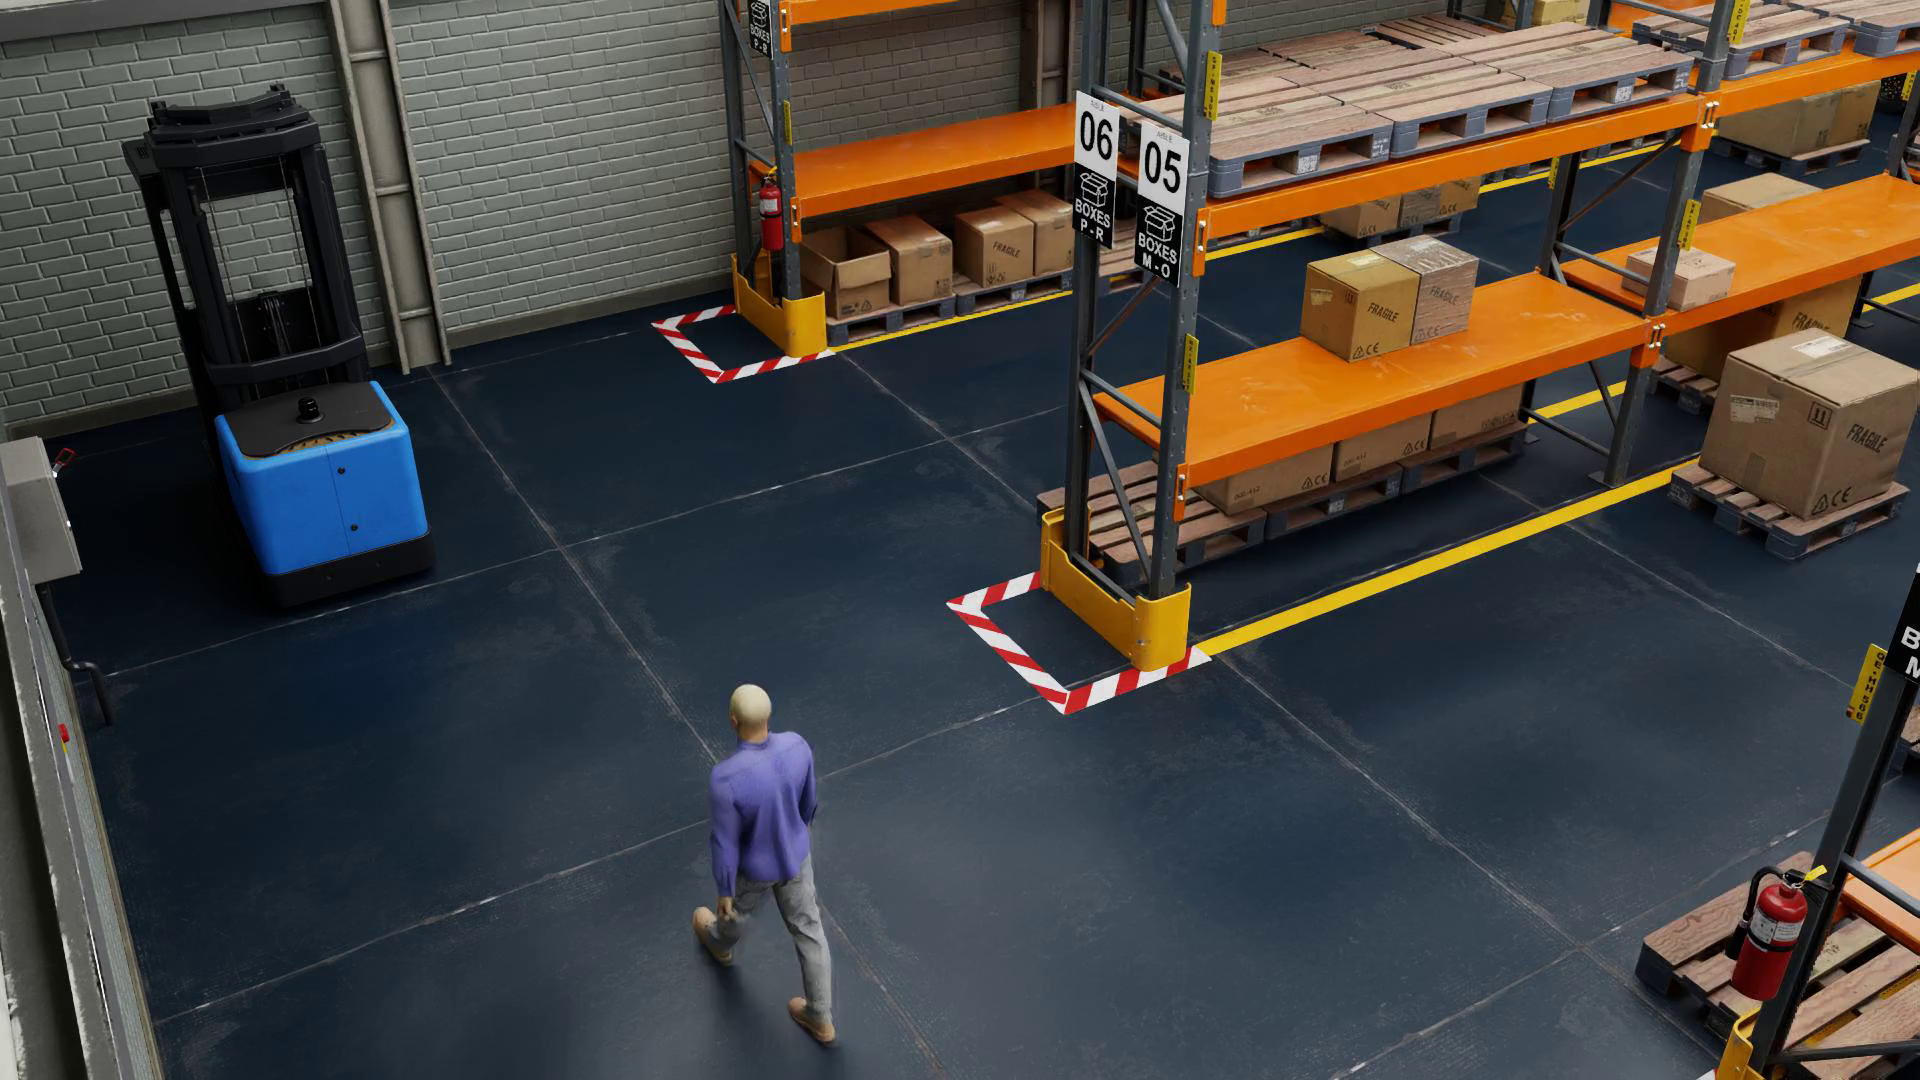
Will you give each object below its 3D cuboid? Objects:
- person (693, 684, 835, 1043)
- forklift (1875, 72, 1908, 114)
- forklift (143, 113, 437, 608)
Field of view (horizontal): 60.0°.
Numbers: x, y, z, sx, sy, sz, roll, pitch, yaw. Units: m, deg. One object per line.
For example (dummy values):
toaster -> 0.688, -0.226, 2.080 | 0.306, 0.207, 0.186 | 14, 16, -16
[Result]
person -> -0.884, 1.361, 7.339 | 0.606, 1.736, 0.992 | -22, 38, -31
forklift -> 11.468, -5.645, 18.244 | 1.214, 2.155, 2.313 | -17, 36, -26
forklift -> -4.289, -1.259, 10.509 | 1.129, 2.768, 1.873 | -17, 36, -26
